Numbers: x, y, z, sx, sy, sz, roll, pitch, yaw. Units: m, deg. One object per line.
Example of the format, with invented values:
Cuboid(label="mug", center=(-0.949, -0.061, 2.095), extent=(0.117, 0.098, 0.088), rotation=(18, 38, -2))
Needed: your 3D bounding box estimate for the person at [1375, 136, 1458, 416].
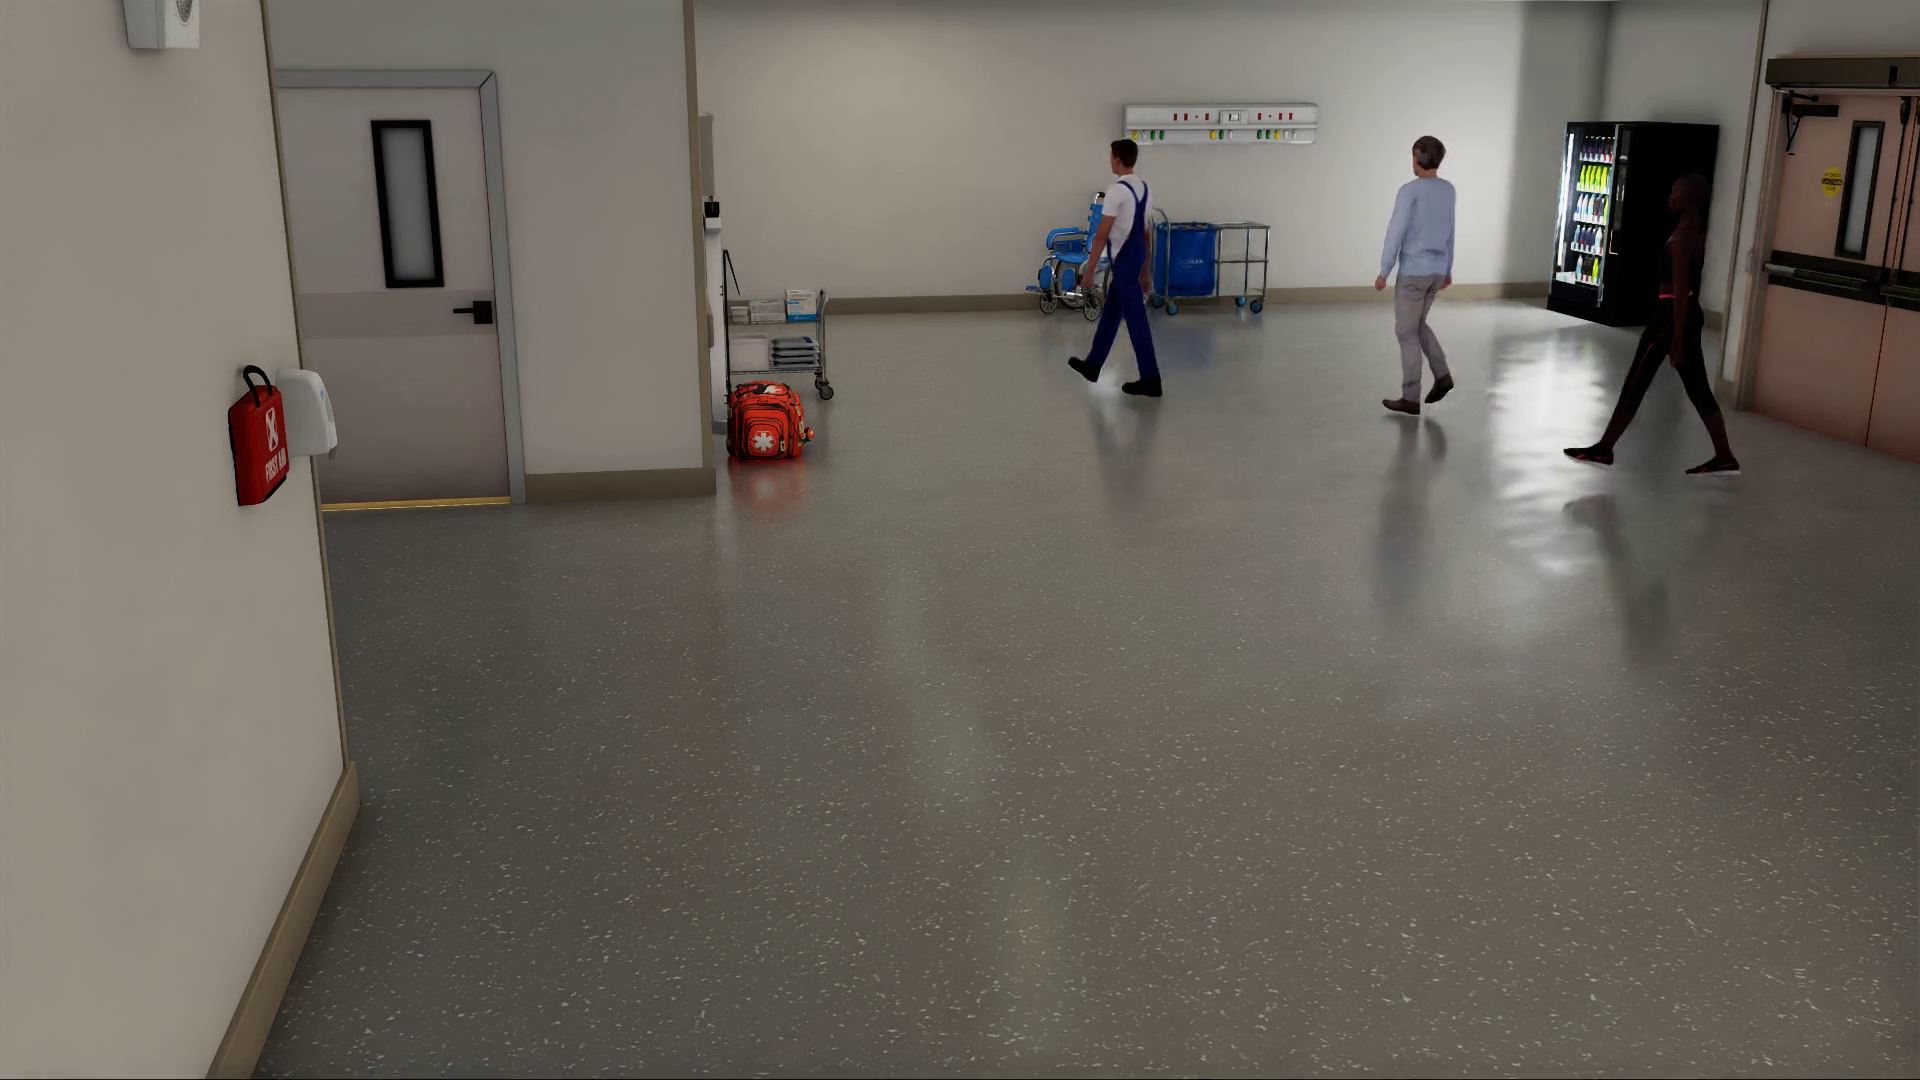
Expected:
Cuboid(label="person", center=(3.211, -1.781, 11.334), extent=(0.826, 1.876, 0.878), rotation=(-11, 19, -33))

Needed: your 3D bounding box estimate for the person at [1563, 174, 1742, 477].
Cuboid(label="person", center=(4.148, -1.150, 9.408), extent=(1.189, 1.708, 1.169), rotation=(10, 18, 31))

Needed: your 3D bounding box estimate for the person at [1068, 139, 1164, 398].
Cuboid(label="person", center=(1.269, -1.920, 11.956), extent=(1.252, 1.807, 1.106), rotation=(13, 21, 40))
